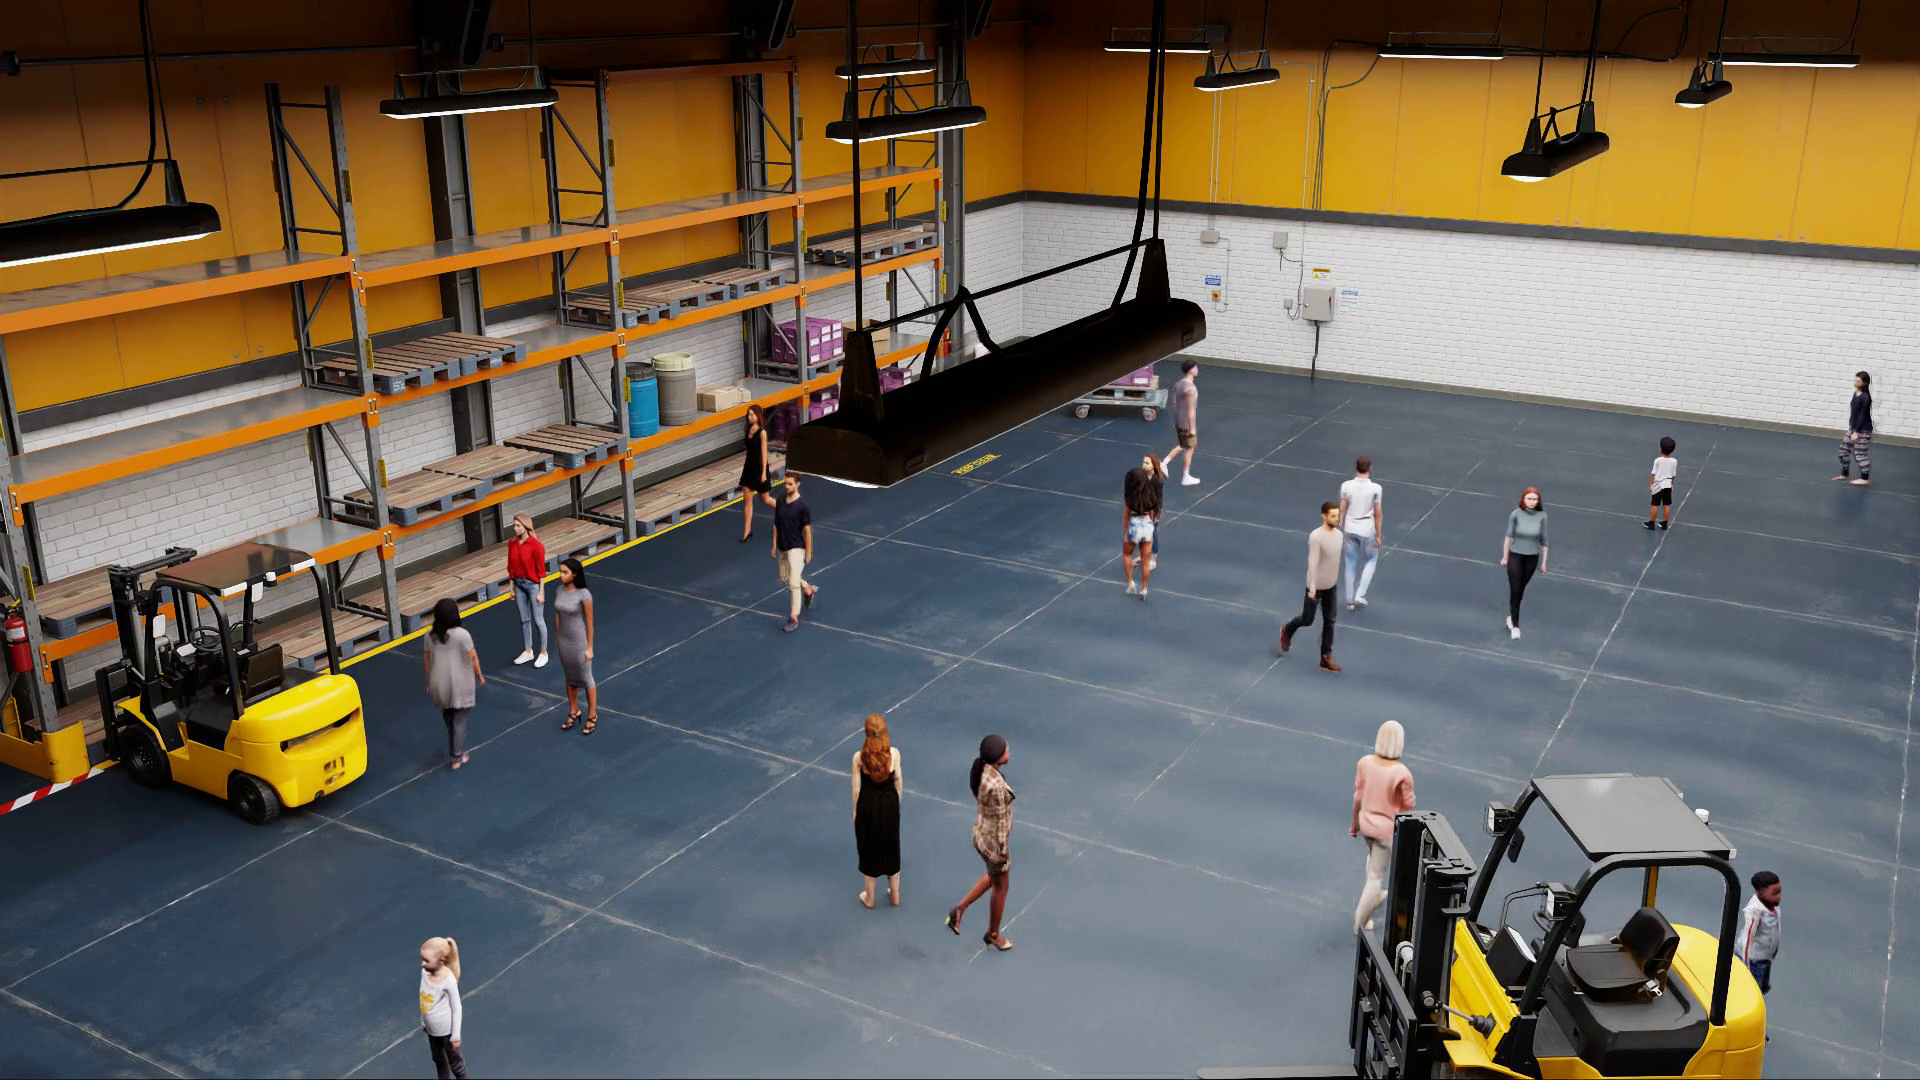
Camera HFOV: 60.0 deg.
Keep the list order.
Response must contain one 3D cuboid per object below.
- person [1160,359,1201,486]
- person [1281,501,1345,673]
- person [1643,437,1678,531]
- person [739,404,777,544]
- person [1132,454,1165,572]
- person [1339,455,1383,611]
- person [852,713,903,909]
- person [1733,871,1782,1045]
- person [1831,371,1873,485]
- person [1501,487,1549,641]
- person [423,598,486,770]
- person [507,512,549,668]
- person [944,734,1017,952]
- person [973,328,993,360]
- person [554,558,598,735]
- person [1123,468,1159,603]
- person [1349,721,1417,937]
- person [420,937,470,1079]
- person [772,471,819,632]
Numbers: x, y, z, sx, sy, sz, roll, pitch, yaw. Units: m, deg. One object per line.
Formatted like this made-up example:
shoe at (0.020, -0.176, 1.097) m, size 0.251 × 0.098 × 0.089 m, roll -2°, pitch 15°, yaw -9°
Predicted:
person at (3.141, -1.663, 23.688) m, size 0.991 × 1.835 × 0.916 m, roll -5°, pitch 19°, yaw -15°
person at (3.776, 0.467, 17.673) m, size 1.133 × 1.850 × 1.045 m, roll -12°, pitch 22°, yaw -32°
person at (9.399, -0.755, 22.233) m, size 0.560 × 1.256 × 0.598 m, roll -1°, pitch 19°, yaw -2°
person at (-2.587, -0.867, 21.692) m, size 0.756 × 1.814 × 1.074 m, roll 18°, pitch 25°, yaw 42°
person at (2.348, -0.365, 20.718) m, size 0.599 × 1.484 × 0.615 m, roll -16°, pitch 25°, yaw -40°
person at (4.602, -0.050, 19.221) m, size 0.688 × 1.842 × 0.634 m, roll 9°, pitch 21°, yaw 26°
person at (-0.648, 2.132, 13.087) m, size 0.663 × 1.621 × 0.726 m, roll -6°, pitch 19°, yaw -16°
person at (5.483, 2.848, 11.546) m, size 0.729 × 1.248 × 0.709 m, roll -12°, pitch 22°, yaw -32°
person at (13.094, -1.610, 24.086) m, size 0.843 × 1.693 × 0.803 m, roll 2°, pitch 19°, yaw 7°
person at (6.292, 0.217, 18.625) m, size 0.849 × 1.717 × 1.070 m, roll 3°, pitch 19°, yaw 8°
person at (-4.753, 1.359, 15.451) m, size 0.788 × 1.578 × 0.955 m, roll 5°, pitch 19°, yaw 13°
person at (-4.603, 0.518, 17.750) m, size 0.647 × 1.705 × 0.561 m, roll 7°, pitch 20°, yaw 19°
person at (0.156, 2.283, 12.386) m, size 0.871 × 1.782 × 0.813 m, roll -4°, pitch 19°, yaw -13°
person at (0.334, -2.723, 27.696) m, size 0.612 × 1.499 × 1.061 m, roll 8°, pitch 20°, yaw 22°
person at (-3.721, 1.021, 16.136) m, size 0.573 × 1.781 × 0.514 m, roll 10°, pitch 21°, yaw 27°
person at (2.133, -0.030, 19.537) m, size 0.723 × 1.603 × 0.783 m, roll -4°, pitch 19°, yaw -11°
person at (3.155, 2.224, 12.691) m, size 0.957 × 1.701 × 0.754 m, roll -16°, pitch 25°, yaw -40°
person at (-3.314, 3.121, 10.686) m, size 0.506 × 1.279 × 0.513 m, roll 13°, pitch 22°, yaw 33°
person at (-1.855, 0.081, 18.840) m, size 0.683 × 1.837 × 1.010 m, roll 12°, pitch 22°, yaw 31°
